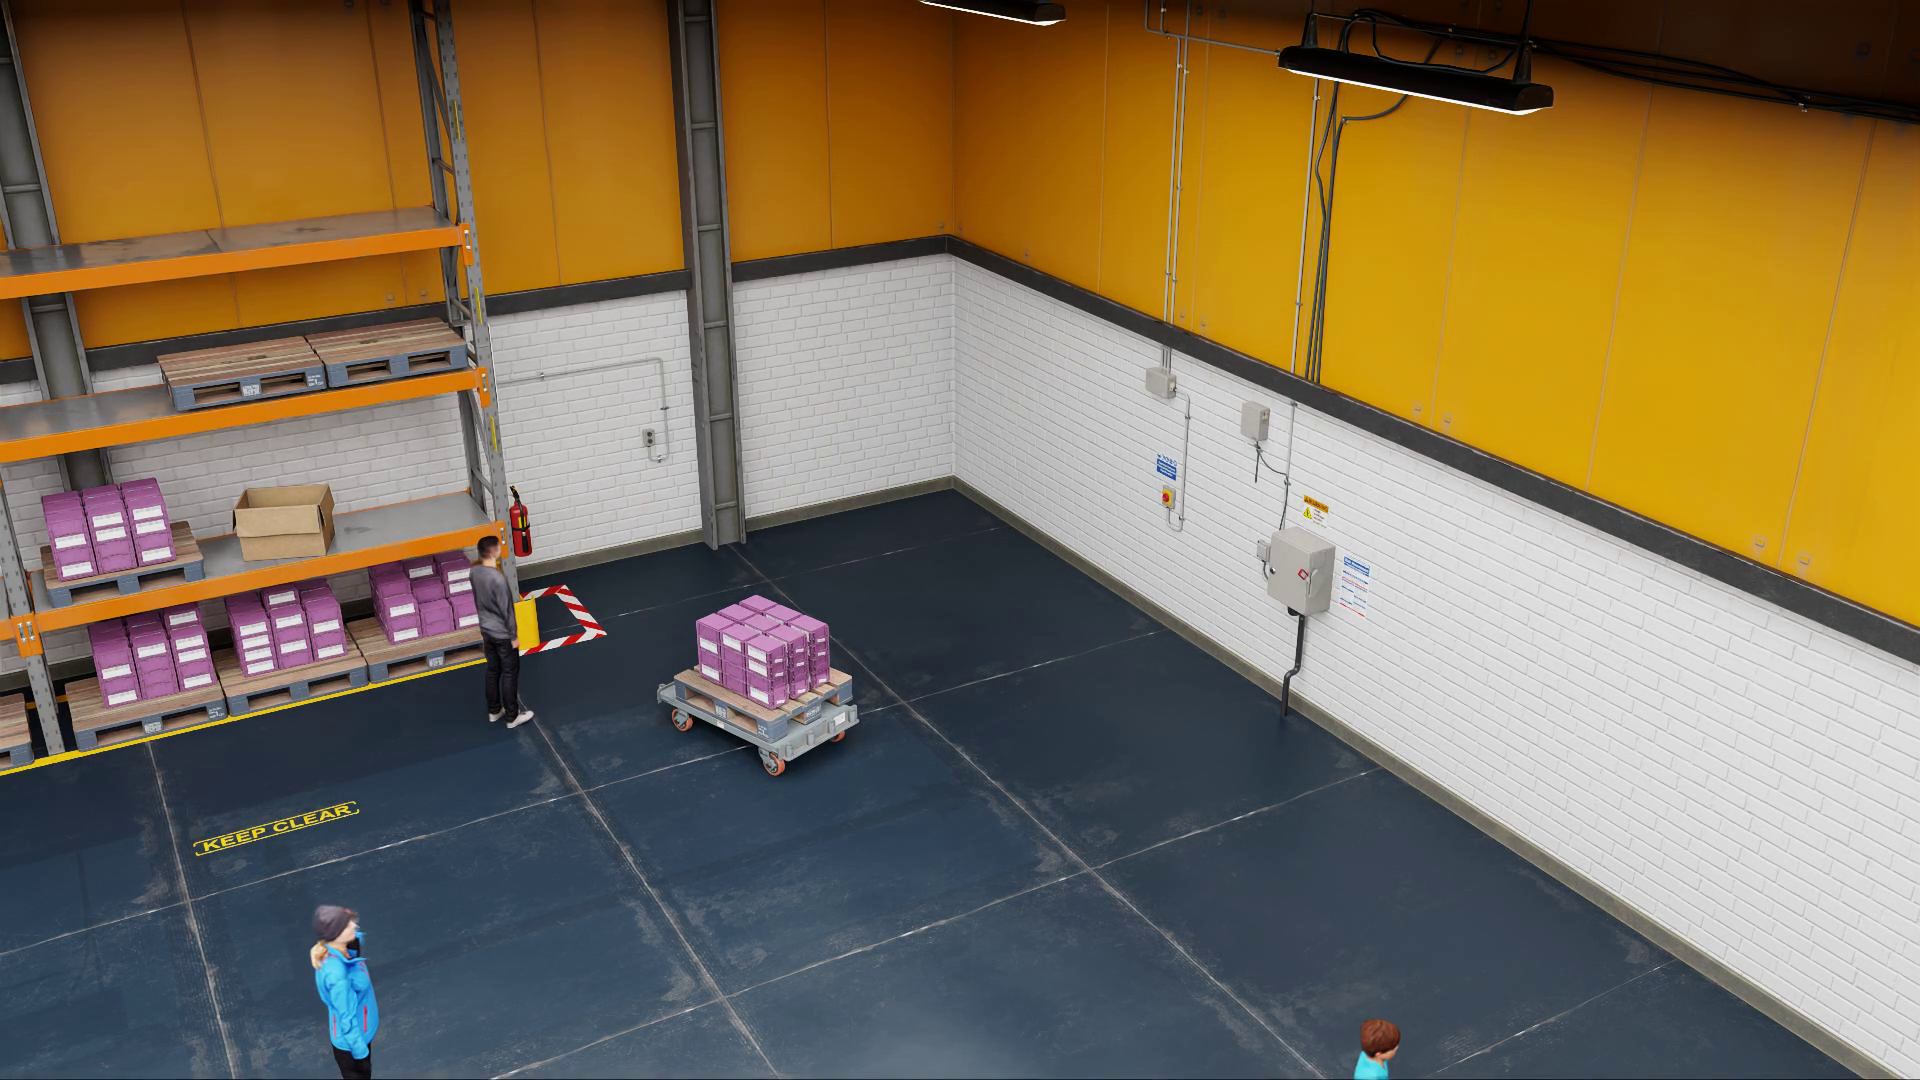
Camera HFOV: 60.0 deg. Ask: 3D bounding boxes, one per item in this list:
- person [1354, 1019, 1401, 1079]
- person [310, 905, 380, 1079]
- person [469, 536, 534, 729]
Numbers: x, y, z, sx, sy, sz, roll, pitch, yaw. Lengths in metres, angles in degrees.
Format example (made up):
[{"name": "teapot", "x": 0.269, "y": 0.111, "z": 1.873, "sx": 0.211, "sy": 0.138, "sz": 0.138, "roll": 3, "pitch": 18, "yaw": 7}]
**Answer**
[{"name": "person", "x": 2.201, "y": 3.242, "z": 9.171, "sx": 0.659, "sy": 1.445, "sz": 0.610, "roll": 4, "pitch": 24, "yaw": 9}, {"name": "person", "x": -3.506, "y": 2.866, "z": 9.589, "sx": 0.589, "sy": 1.799, "sz": 0.657, "roll": -8, "pitch": 25, "yaw": -17}, {"name": "person", "x": -3.996, "y": 0.789, "z": 14.386, "sx": 0.682, "sy": 1.761, "sz": 0.664, "roll": 17, "pitch": 29, "yaw": 34}]
